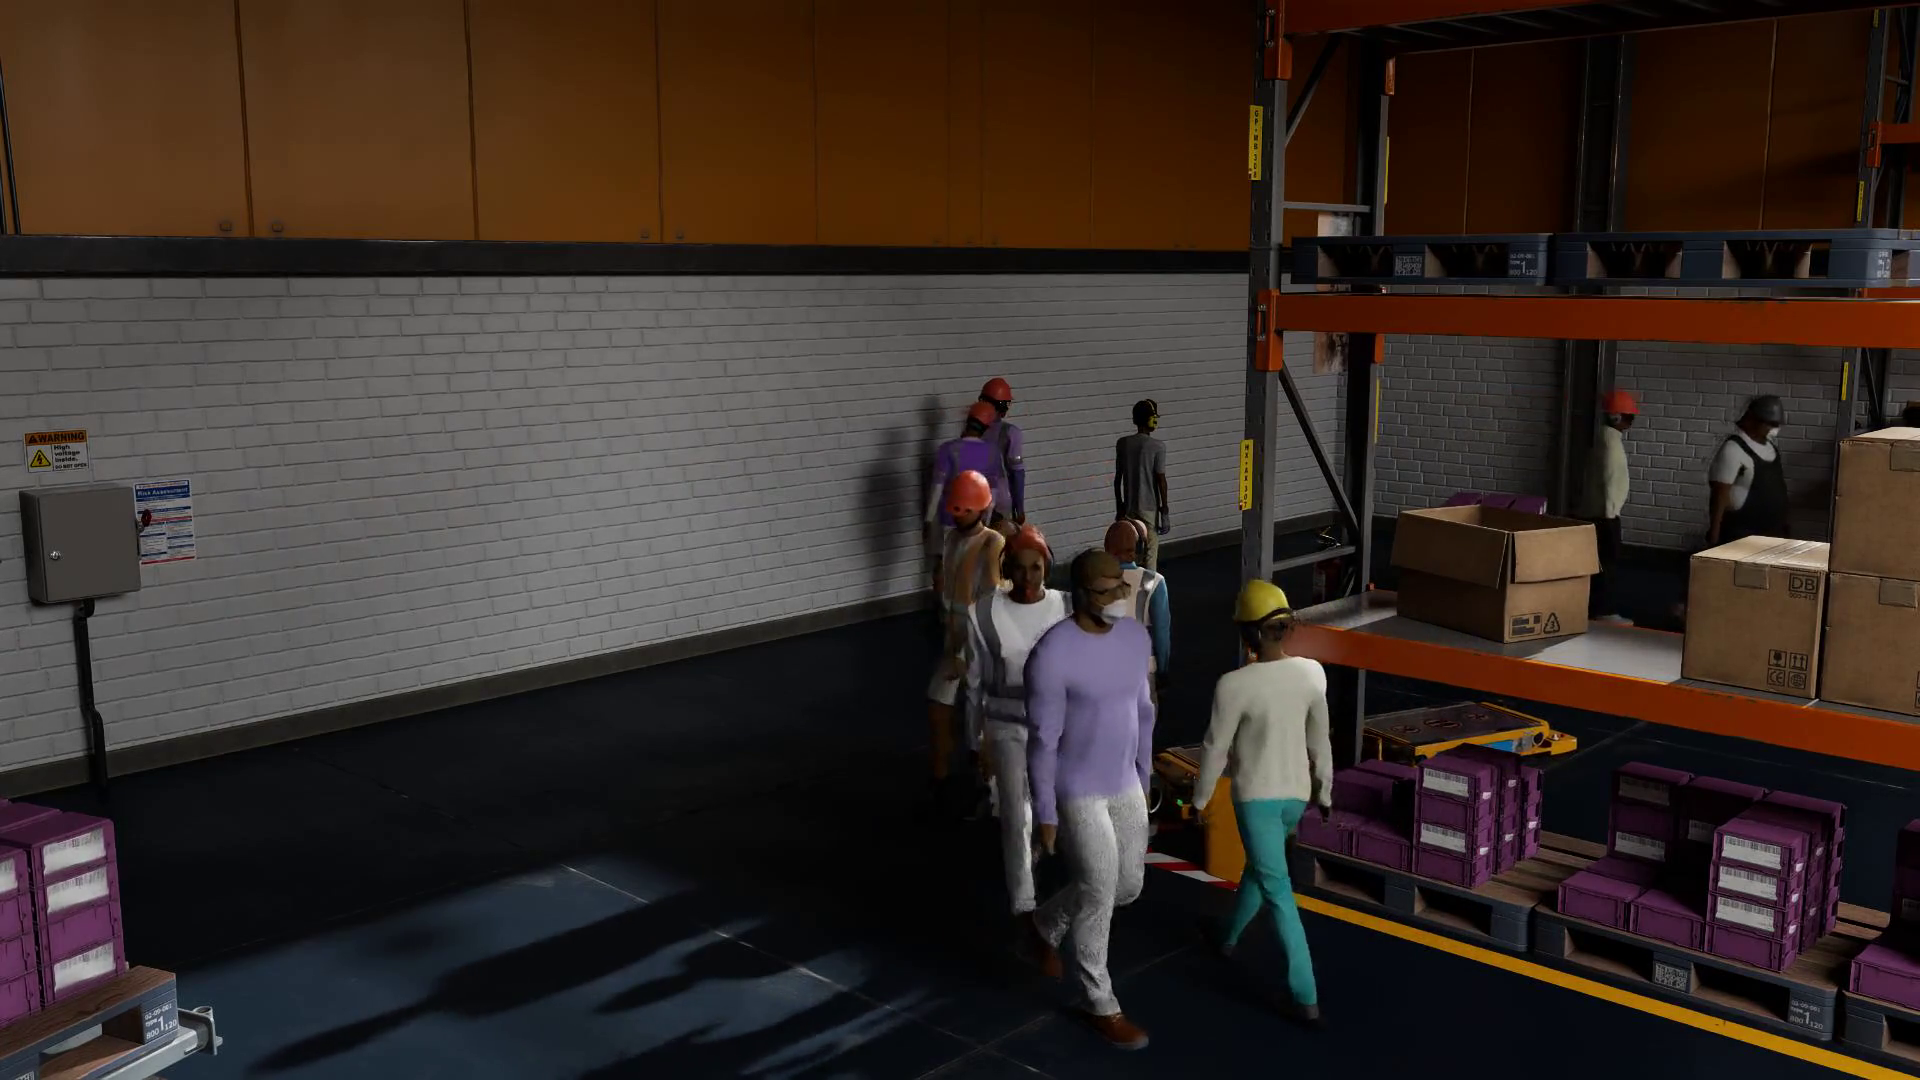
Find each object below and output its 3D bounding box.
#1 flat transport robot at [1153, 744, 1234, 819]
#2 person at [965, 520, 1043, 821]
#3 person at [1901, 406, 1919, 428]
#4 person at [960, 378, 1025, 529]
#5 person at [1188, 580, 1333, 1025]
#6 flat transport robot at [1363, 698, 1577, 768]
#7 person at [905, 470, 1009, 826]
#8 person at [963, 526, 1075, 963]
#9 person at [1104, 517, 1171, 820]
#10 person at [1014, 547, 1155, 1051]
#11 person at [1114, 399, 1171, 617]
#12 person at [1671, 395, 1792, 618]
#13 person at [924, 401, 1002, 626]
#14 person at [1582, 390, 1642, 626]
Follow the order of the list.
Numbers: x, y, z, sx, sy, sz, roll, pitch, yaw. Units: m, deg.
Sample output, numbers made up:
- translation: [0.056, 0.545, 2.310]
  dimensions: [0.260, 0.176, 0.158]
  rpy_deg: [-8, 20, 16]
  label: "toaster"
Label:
- translation: [1.704, 1.300, 9.354]
  dimensions: [1.431, 0.197, 0.652]
  rpy_deg: [-4, 10, -23]
  label: "flat transport robot"
- translation: [0.184, 0.683, 9.086]
  dimensions: [0.504, 1.595, 0.733]
  rpy_deg: [-2, 9, -12]
  label: "person"
- translation: [7.182, -0.067, 12.660]
  dimensions: [0.624, 1.919, 0.887]
  rpy_deg: [3, 10, 19]
  label: "person"
- translation: [0.295, -0.334, 13.954]
  dimensions: [0.604, 2.044, 0.375]
  rpy_deg: [6, 11, 34]
  label: "person"
- translation: [1.203, 1.011, 6.714]
  dimensions: [0.538, 1.706, 0.940]
  rpy_deg: [-5, 11, -29]
  label: "person"
- translation: [2.961, 1.187, 10.043]
  dimensions: [1.431, 0.197, 0.652]
  rpy_deg: [-5, 10, -27]
  label: "flat transport robot"
- translation: [0.011, 0.583, 8.746]
  dimensions: [0.524, 1.903, 0.561]
  rpy_deg: [-8, 12, -39]
  label: "person"
- translation: [0.301, 0.832, 7.418]
  dimensions: [0.589, 1.852, 0.920]
  rpy_deg: [-1, 9, -7]
  label: "person"
- translation: [0.874, 0.696, 8.868]
  dimensions: [0.514, 1.642, 0.310]
  rpy_deg: [4, 10, 25]
  label: "person"
- translation: [0.469, 0.957, 6.420]
  dimensions: [0.639, 1.918, 0.675]
  rpy_deg: [-9, 13, -43]
  label: "person"
- translation: [1.535, -0.246, 13.942]
  dimensions: [0.532, 1.870, 0.315]
  rpy_deg: [7, 12, 39]
  label: "person"
- translation: [6.183, -0.215, 13.233]
  dimensions: [0.688, 2.000, 1.027]
  rpy_deg: [-8, 12, -39]
  label: "person"
- translation: [0.028, -0.179, 13.509]
  dimensions: [0.656, 1.881, 0.408]
  rpy_deg: [-2, 10, -15]
  label: "person"
- translation: [5.211, -0.261, 13.745]
  dimensions: [0.710, 1.975, 0.628]
  rpy_deg: [2, 9, 12]
  label: "person"
